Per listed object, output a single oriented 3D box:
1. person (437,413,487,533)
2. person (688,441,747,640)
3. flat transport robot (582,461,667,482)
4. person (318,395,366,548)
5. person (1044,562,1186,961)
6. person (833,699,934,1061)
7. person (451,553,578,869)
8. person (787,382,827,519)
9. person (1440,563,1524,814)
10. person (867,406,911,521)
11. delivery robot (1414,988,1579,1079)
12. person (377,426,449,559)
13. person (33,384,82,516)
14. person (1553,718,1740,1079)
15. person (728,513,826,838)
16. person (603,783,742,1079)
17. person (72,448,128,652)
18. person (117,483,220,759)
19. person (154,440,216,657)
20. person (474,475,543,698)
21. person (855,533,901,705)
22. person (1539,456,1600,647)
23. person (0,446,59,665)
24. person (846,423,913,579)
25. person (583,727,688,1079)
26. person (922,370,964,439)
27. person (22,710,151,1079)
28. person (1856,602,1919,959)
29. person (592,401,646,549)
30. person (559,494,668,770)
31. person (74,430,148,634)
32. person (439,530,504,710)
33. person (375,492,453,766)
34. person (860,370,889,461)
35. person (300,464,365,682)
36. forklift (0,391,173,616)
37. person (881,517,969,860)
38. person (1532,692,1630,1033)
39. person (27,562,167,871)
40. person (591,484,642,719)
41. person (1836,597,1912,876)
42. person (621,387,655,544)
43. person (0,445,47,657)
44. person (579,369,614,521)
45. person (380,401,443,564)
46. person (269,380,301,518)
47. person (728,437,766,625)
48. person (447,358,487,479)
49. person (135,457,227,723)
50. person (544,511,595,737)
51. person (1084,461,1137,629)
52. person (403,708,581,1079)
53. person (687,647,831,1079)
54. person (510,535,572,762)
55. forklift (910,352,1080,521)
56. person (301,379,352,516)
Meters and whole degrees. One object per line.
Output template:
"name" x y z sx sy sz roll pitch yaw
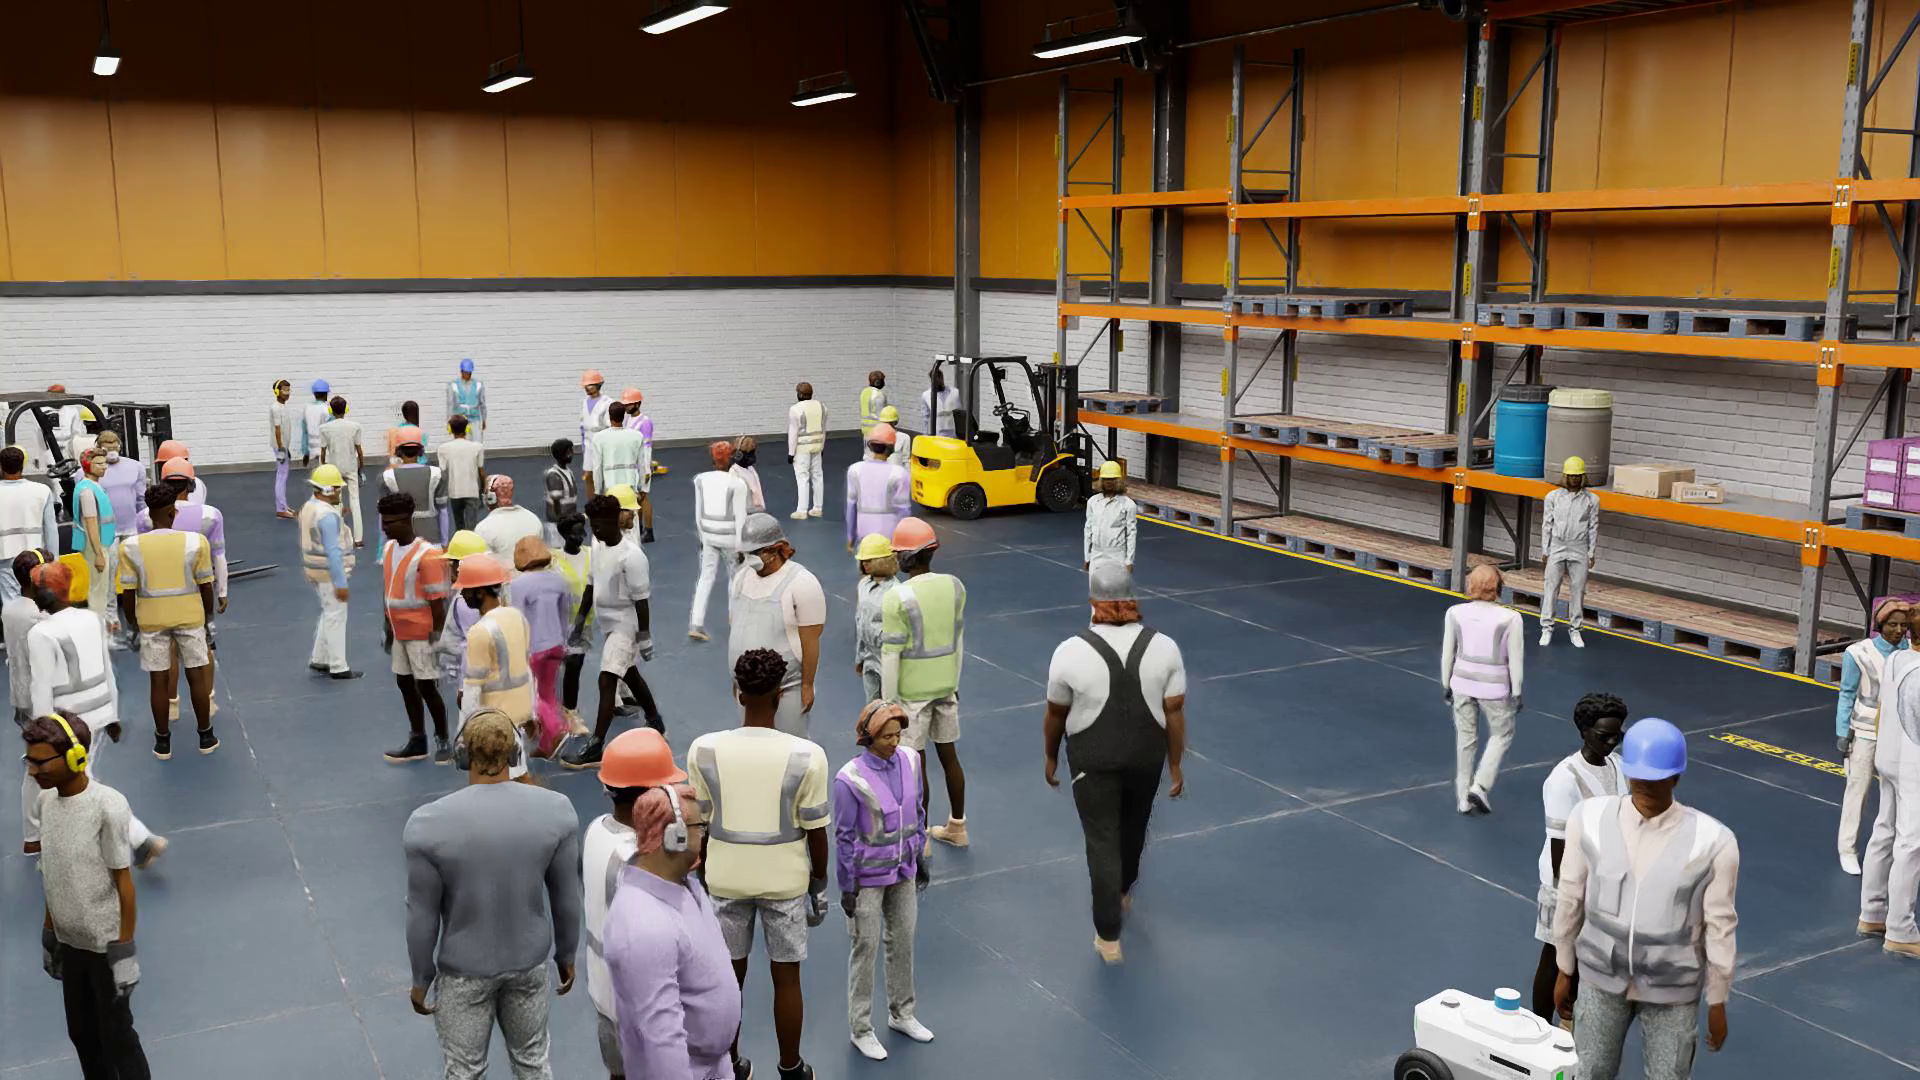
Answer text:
"person" -5.447 -0.473 18.195 0.488 1.832 0.891 -1 10 -8
"person" -2.230 0.001 15.463 0.589 1.848 0.961 4 11 21
"flat transport robot" -5.285 -1.096 26.264 0.652 0.197 1.431 4 11 22
"person" -7.437 -0.809 20.058 0.508 1.858 0.334 -3 10 -19
"person" 0.777 1.071 8.698 0.698 2.000 1.012 -1 10 -8
"person" -0.353 1.497 7.422 0.324 1.631 0.524 9 13 42
"person" -2.670 1.007 9.548 1.027 1.882 0.562 1 10 8
"person" -2.073 -1.202 22.356 0.430 1.845 0.619 10 14 44
"person" 3.303 0.956 10.542 0.541 1.623 0.377 8 12 37
"person" -0.844 -0.719 19.809 0.523 1.763 0.329 -1 10 -5
"delivery robot" 2.240 2.089 6.840 0.477 0.478 0.707 -9 13 -40
"person" -4.897 -0.006 14.938 0.602 2.035 0.404 -4 11 -22
"person" -12.026 -1.157 22.164 0.957 1.851 0.595 8 13 39
"person" 2.468 1.578 6.050 0.616 1.945 0.397 7 12 34
"person" -1.172 0.818 10.152 0.686 2.000 0.535 7 12 34
"person" -0.859 1.732 5.423 0.713 1.864 0.738 1 10 6
"person" -7.755 0.088 14.925 0.380 1.841 0.570 -5 11 -26
"person" -5.595 0.575 11.787 0.608 1.958 0.386 -4 11 -23
"person" -6.892 0.076 14.753 0.388 1.930 0.544 1 10 4
"person" -3.478 0.442 12.737 0.399 1.899 0.650 6 11 31
"person" -0.530 0.808 11.104 0.352 1.734 0.486 -8 12 -38
"person" 5.529 0.108 15.098 0.486 1.744 0.294 2 10 13
"person" -8.093 0.152 14.340 0.596 1.918 0.386 -6 11 -30
"person" -0.727 -0.057 15.225 0.630 2.027 0.445 3 10 17
"person" -1.127 1.607 5.910 0.361 1.935 0.553 -6 11 -30
"person" -0.270 -1.624 24.729 0.653 1.868 0.728 -3 10 -17
"person" -3.364 1.562 6.414 0.528 1.857 0.333 5 11 27
"person" 4.862 1.204 8.491 0.329 1.844 0.518 0 10 1
"person" -3.806 -0.590 18.610 0.592 1.919 0.389 -4 11 -24
"person" -2.463 0.611 11.732 0.926 1.902 0.612 -7 12 -34
"person" -7.940 -0.080 15.662 0.381 1.929 0.636 9 14 43
"person" -3.098 0.844 10.599 0.404 1.831 0.600 0 10 -2
"person" -3.783 0.623 11.594 0.623 1.943 0.454 9 13 41
"person" -1.237 -1.574 24.498 0.430 1.844 0.624 -6 11 -29
"person" -5.253 0.280 13.878 0.404 1.823 0.627 -7 12 -37
"forklift" -9.026 -0.363 16.508 1.214 2.155 2.313 6 11 29
"person" -0.238 0.874 9.897 0.623 2.030 0.448 -9 13 -42
"person" 2.733 1.484 7.299 0.535 1.699 0.322 -8 13 -39
"person" -4.944 1.035 9.457 0.732 1.863 0.590 0 10 2
"person" -2.617 0.469 12.814 0.403 1.817 0.602 1 10 8
"person" 5.295 1.127 9.558 0.523 1.631 0.315 0 10 2
"person" -3.989 -0.915 20.463 0.388 1.928 0.549 -8 13 -39
"person" -8.476 0.091 14.769 0.713 1.875 0.614 7 12 36
"person" -4.822 -1.247 22.080 0.620 2.031 0.407 5 11 27
"person" -6.347 -0.660 19.191 0.628 1.862 1.021 4 11 24
"person" -9.119 -1.226 22.435 0.335 1.865 0.519 -2 10 -13
"person" -2.080 -0.083 15.965 0.429 1.830 0.635 2 10 10
"person" -7.710 -1.883 26.024 0.630 1.925 0.458 -5 11 -26
"person" -5.936 0.378 12.726 0.614 2.031 0.402 -6 11 -30
"person" -2.834 0.616 12.370 0.687 1.670 0.548 8 13 40
"person" 1.321 0.164 14.766 0.492 1.746 0.284 5 11 28
"person" -1.714 1.570 6.163 0.635 1.928 0.381 -5 11 -29
"person" -0.834 1.414 6.976 0.599 1.958 0.379 1 10 4
"person" -2.900 0.774 11.626 0.497 1.607 0.536 6 11 30
"forklift" 0.460 -1.461 22.833 2.313 2.155 1.214 -5 11 -28
"person" -8.461 -1.180 22.113 0.623 1.895 0.976 5 11 29
